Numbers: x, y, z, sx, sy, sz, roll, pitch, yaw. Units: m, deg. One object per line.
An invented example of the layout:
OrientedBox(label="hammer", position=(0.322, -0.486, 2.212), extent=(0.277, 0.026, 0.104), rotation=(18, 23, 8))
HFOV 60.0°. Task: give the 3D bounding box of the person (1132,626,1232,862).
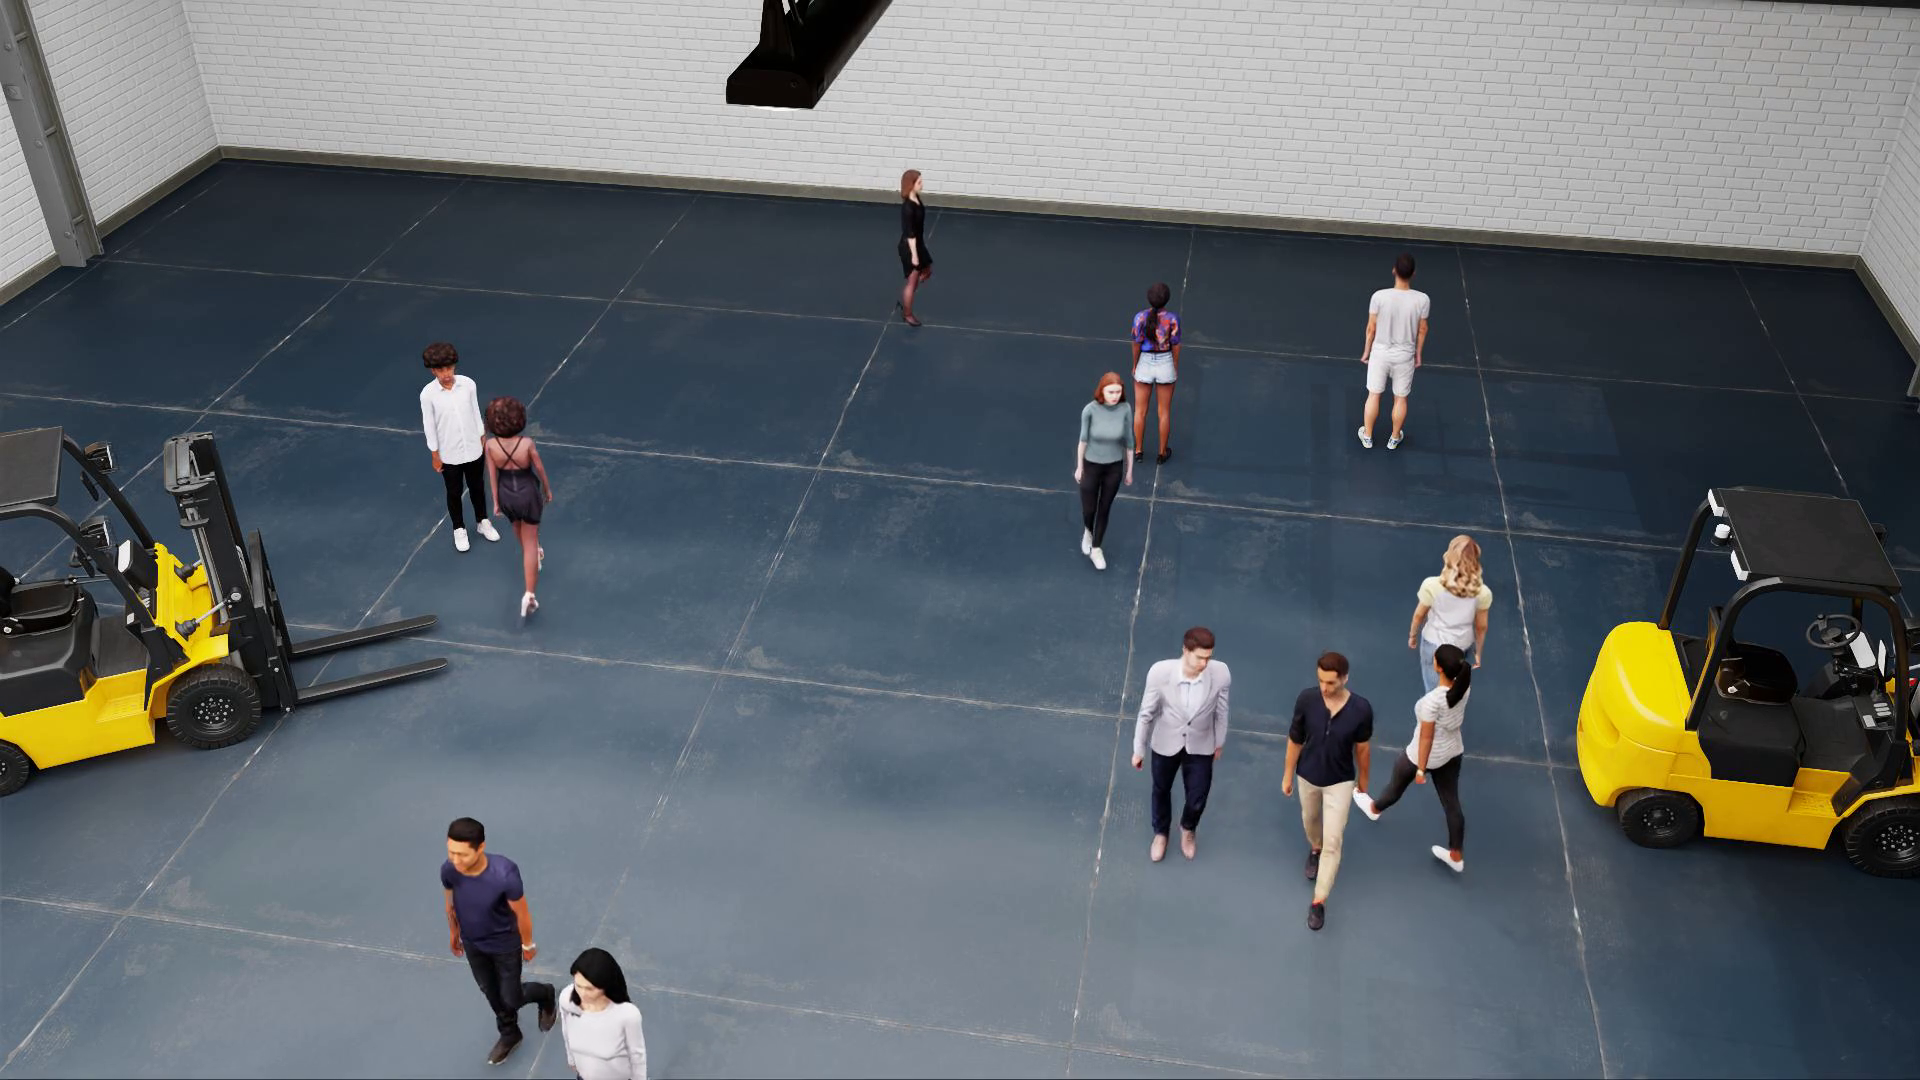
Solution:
OrientedBox(label="person", position=(1.419, 1.218, 10.457), extent=(0.709, 1.837, 0.582), rotation=(9, 35, 14))

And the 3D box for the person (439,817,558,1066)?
OrientedBox(label="person", position=(-2.522, 2.122, 9.145), extent=(0.719, 1.783, 0.786), rotation=(11, 35, 16))

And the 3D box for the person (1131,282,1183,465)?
OrientedBox(label="person", position=(1.709, -1.473, 14.592), extent=(0.579, 1.741, 0.501), rotation=(6, 34, 9))

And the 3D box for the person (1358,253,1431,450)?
OrientedBox(label="person", position=(3.847, -1.661, 14.778), extent=(0.669, 1.849, 0.549), rotation=(6, 34, 9))

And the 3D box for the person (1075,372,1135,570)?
OrientedBox(label="person", position=(1.123, -0.596, 13.278), extent=(0.698, 1.736, 0.722), rotation=(-4, 34, -6))

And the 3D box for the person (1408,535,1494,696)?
OrientedBox(label="person", position=(3.290, 0.775, 11.239), extent=(0.638, 1.710, 0.712), rotation=(6, 34, 9))

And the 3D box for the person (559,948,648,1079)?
OrientedBox(label="person", position=(-1.739, 2.636, 8.469), extent=(0.670, 1.677, 0.931), rotation=(8, 34, 11))

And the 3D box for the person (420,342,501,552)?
OrientedBox(label="person", position=(-4.070, -0.775, 13.481), extent=(0.719, 1.809, 0.781), rotation=(-22, 39, -29))

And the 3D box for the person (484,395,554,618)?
OrientedBox(label="person", position=(-3.368, -0.222, 12.717), extent=(0.749, 1.734, 1.164), rotation=(-1, 34, -2))

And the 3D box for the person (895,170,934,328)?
OrientedBox(label="person", position=(-0.571, -2.948, 16.853), extent=(0.661, 1.695, 0.559), rotation=(4, 34, 6))

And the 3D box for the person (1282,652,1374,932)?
OrientedBox(label="person", position=(2.256, 1.392, 10.211), extent=(0.805, 1.820, 1.105), rotation=(11, 35, 17))

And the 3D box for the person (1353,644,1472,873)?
OrientedBox(label="person", position=(3.037, 1.395, 10.413), extent=(1.062, 1.592, 1.134), rotation=(-20, 39, -28))
